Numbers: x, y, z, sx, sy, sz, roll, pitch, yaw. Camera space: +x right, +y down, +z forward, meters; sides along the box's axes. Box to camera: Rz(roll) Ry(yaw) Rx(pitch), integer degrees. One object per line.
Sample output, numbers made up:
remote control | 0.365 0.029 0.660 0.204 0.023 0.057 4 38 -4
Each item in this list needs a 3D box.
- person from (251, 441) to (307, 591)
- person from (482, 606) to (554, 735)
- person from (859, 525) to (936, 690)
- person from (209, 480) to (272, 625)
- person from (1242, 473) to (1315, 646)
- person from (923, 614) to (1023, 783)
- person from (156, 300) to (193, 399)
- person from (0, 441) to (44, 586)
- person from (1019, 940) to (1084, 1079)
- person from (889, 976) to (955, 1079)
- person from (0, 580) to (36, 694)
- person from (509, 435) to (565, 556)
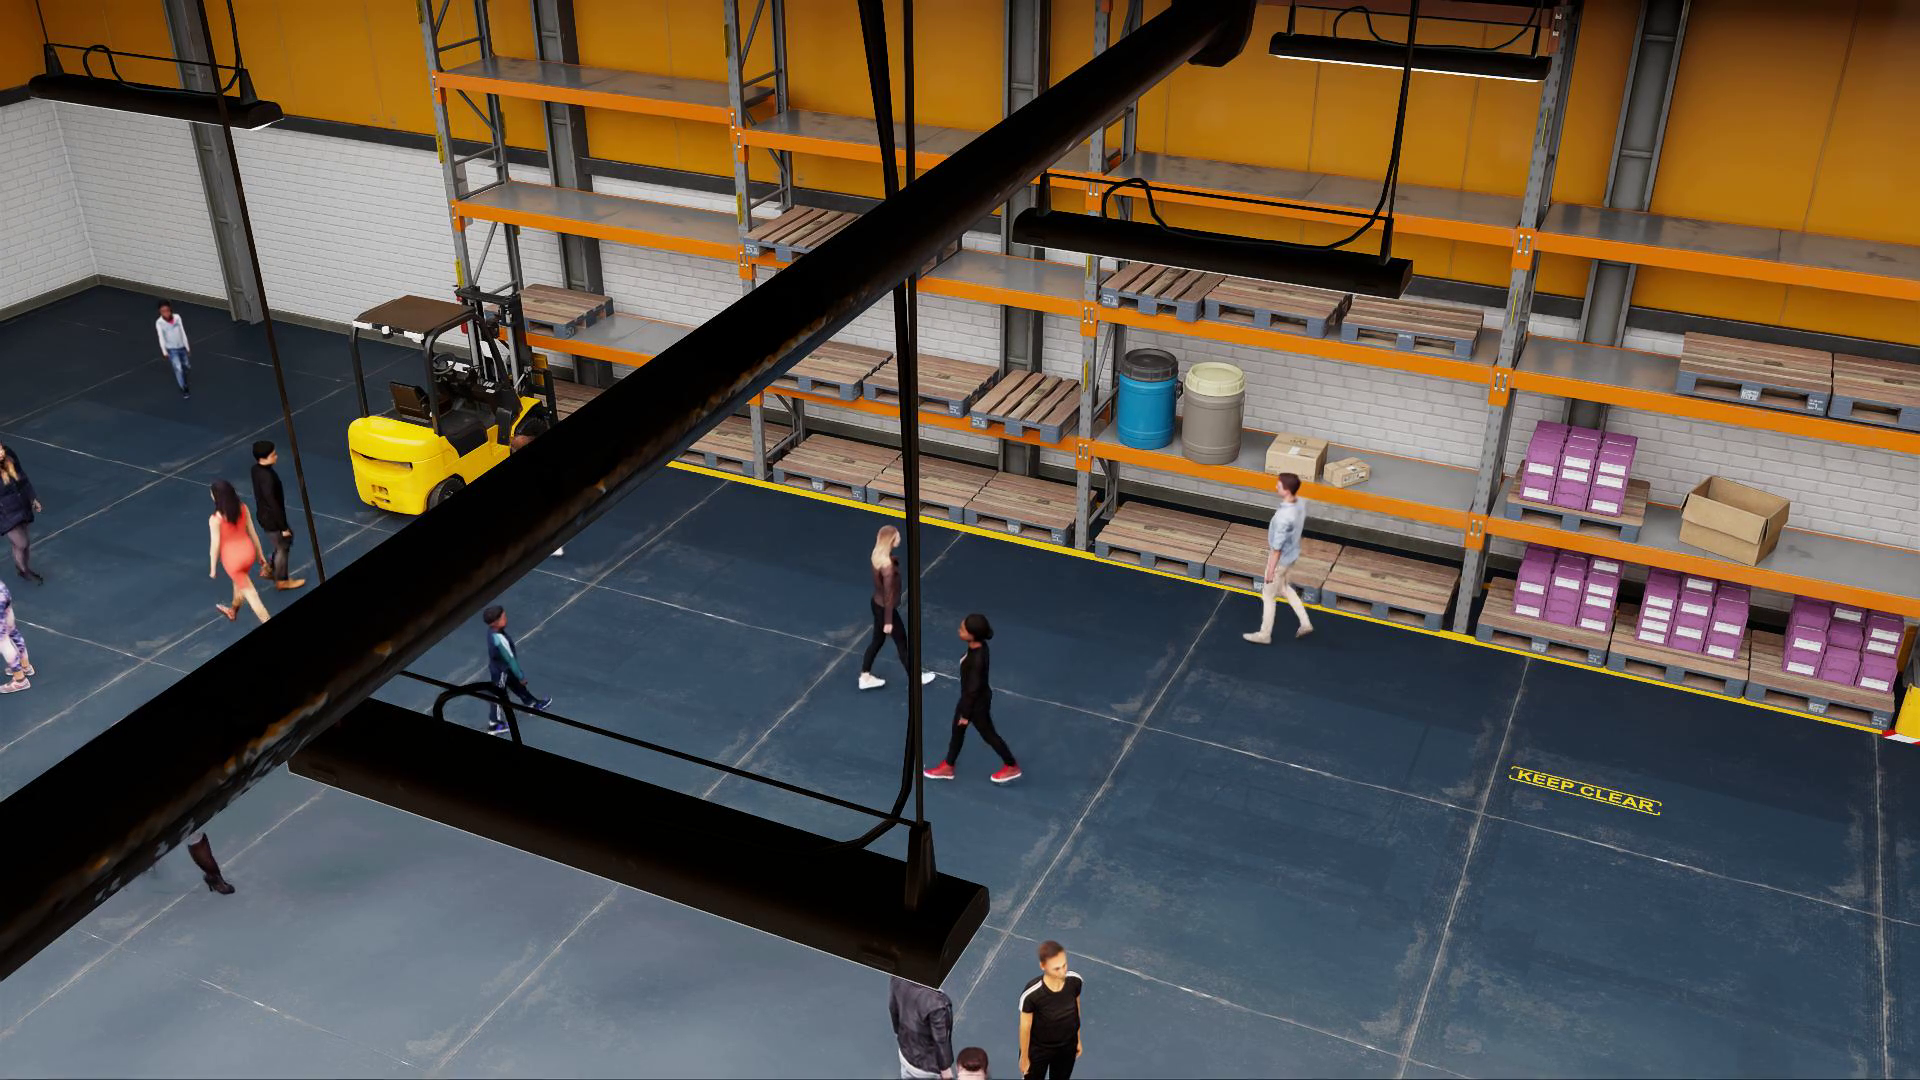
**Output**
person | -6.962 -0.219 16.674 0.872 1.708 0.781 -18 33 -30
person | -4.080 1.159 14.647 0.861 1.230 0.840 -14 31 -23
person | -0.742 0.648 15.118 1.049 1.675 0.978 -8 30 -15
person | -6.809 0.249 15.864 1.118 1.662 0.608 13 31 23
person | 3.117 0.193 15.780 0.913 1.841 0.744 17 33 28
person | 0.216 1.357 13.857 1.160 1.638 0.930 -1 29 -1
person | -10.056 -2.492 21.323 0.697 1.247 0.896 -21 35 -34
person | -9.729 -0.322 16.912 0.723 1.660 0.712 7 29 13
person | 0.563 3.180 10.485 0.659 1.666 0.706 -12 31 -21
person | -0.233 3.187 10.295 0.789 1.836 0.632 -22 35 -34
person | -8.817 0.564 15.179 0.722 1.765 0.689 -5 29 -9
person | -4.399 -0.425 17.382 0.927 1.391 0.723 4 29 7
